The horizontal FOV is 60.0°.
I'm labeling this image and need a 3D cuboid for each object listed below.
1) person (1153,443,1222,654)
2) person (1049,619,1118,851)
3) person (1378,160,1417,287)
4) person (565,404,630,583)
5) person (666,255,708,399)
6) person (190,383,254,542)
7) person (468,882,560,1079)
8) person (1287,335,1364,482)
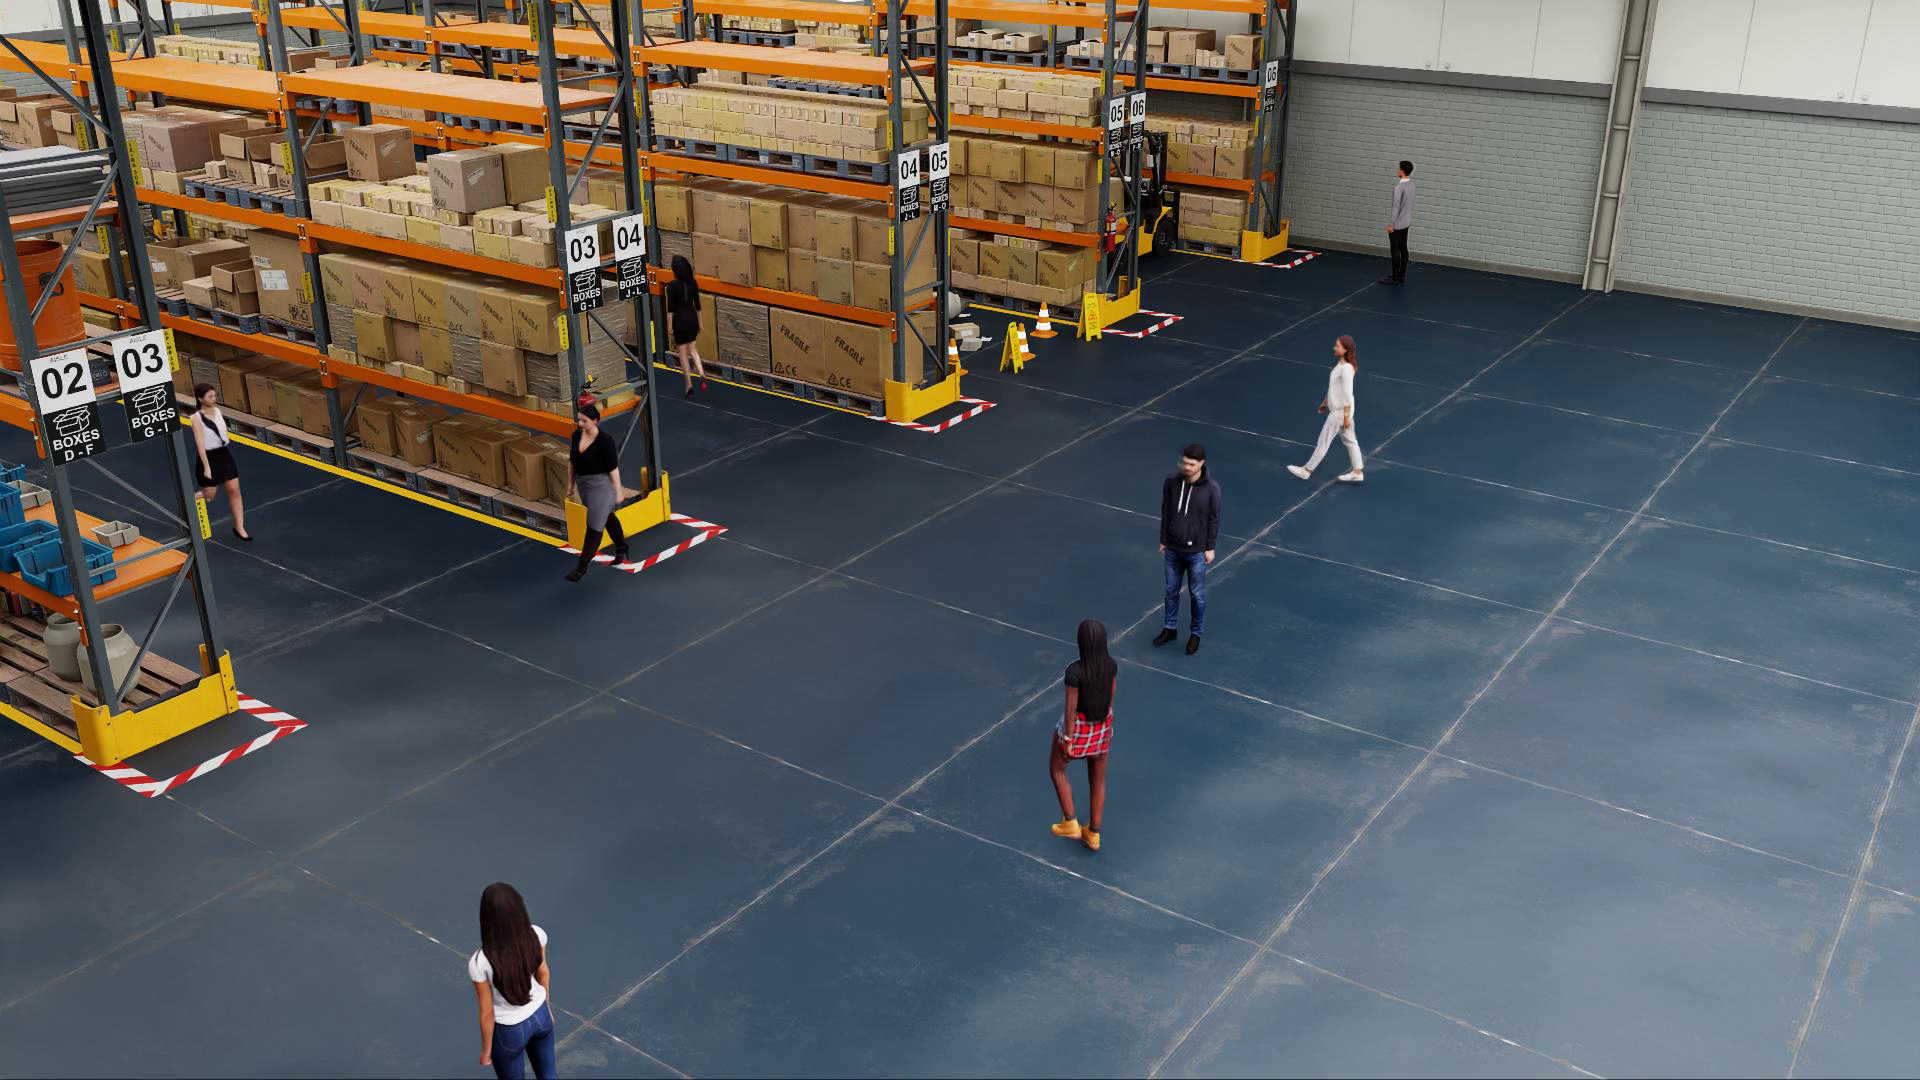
[{"bbox_3d":[1.959,0.039,14.268,0.530,1.890,0.746,13,26,27],"label":"person"},{"bbox_3d":[0.918,1.371,11.364,0.713,1.712,0.731,-15,27,-31],"label":"person"},{"bbox_3d":[6.884,-4.958,25.980,0.631,1.921,0.763,19,29,37],"label":"person"},{"bbox_3d":[-3.341,-0.470,15.705,1.048,1.703,0.767,17,29,35],"label":"person"},{"bbox_3d":[-3.366,-2.601,20.602,0.674,1.792,0.743,-17,28,-34],"label":"person"},{"bbox_3d":[-7.440,-0.745,16.452,1.050,1.625,0.718,8,24,19],"label":"person"},{"bbox_3d":[-2.256,2.530,8.560,0.535,1.774,0.606,18,29,36],"label":"person"},{"bbox_3d":[4.181,-1.378,17.913,1.137,1.645,0.882,5,23,11],"label":"person"}]
